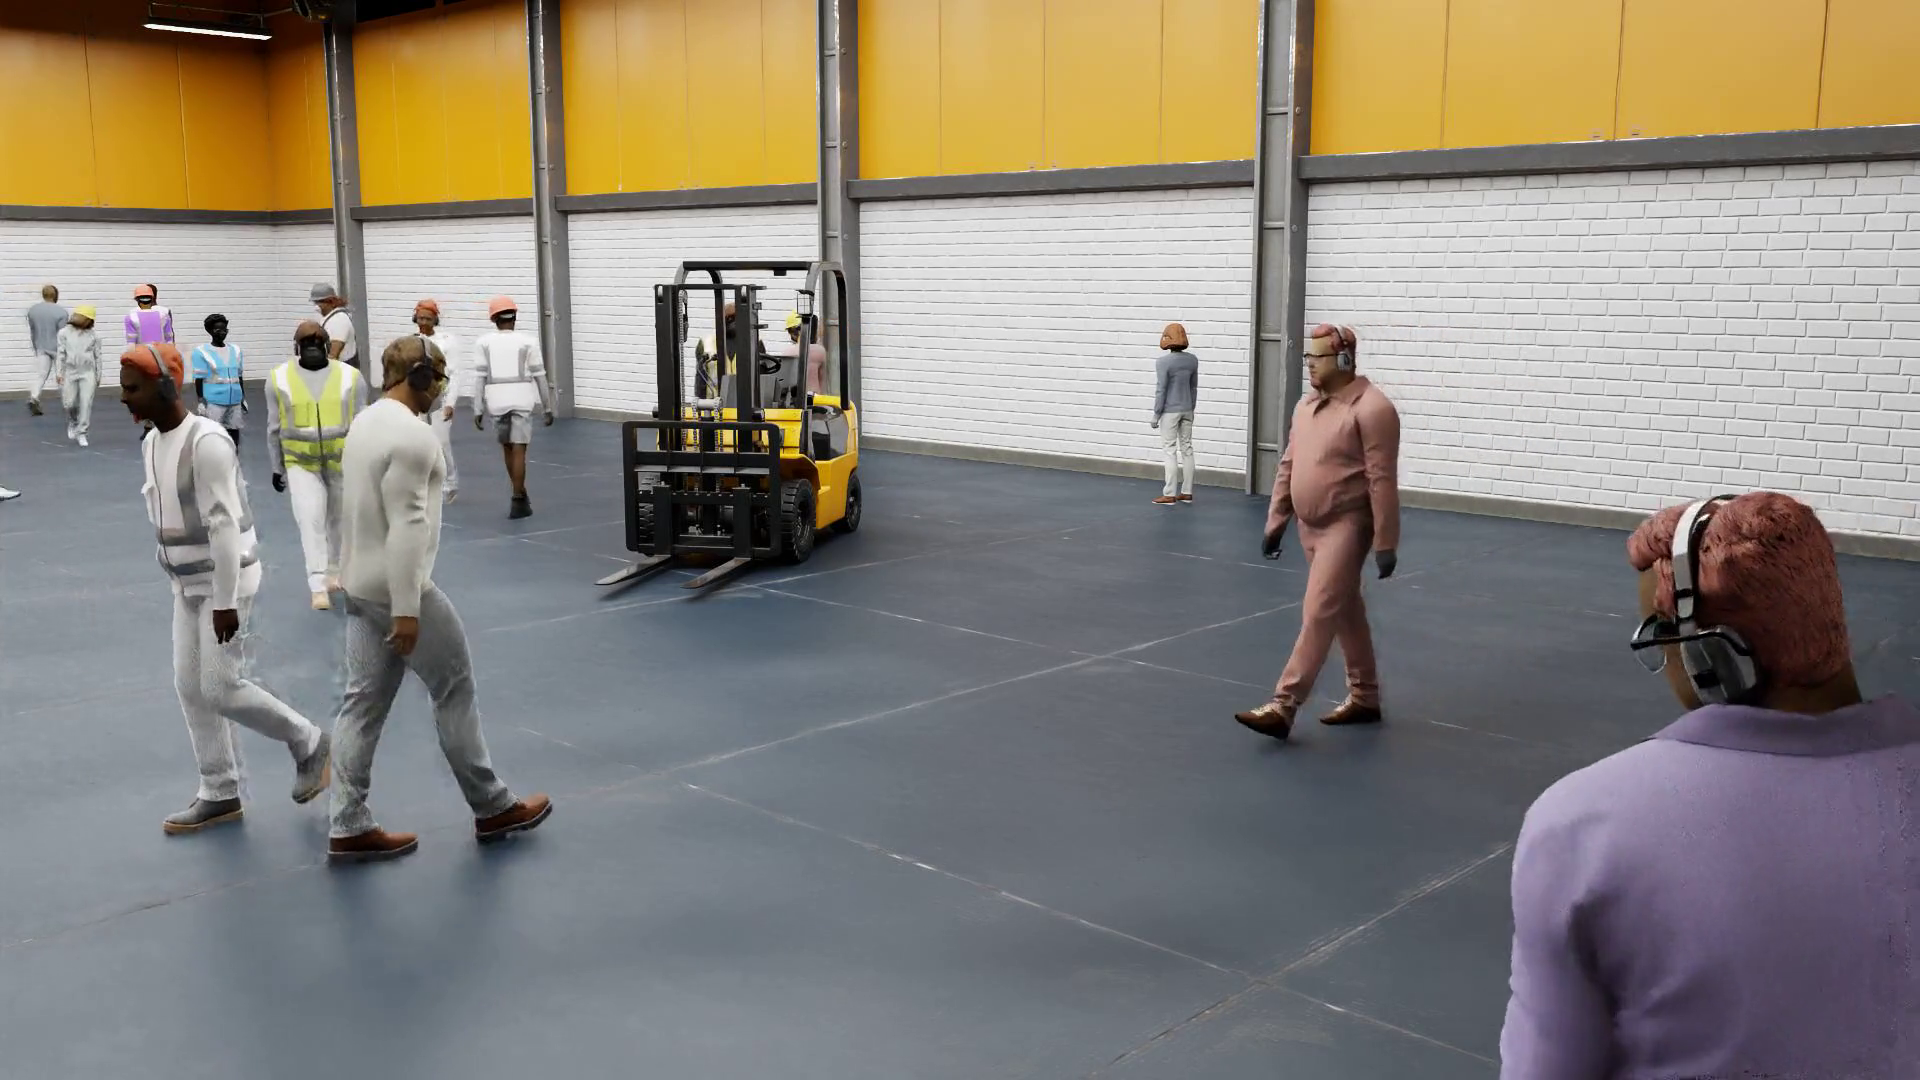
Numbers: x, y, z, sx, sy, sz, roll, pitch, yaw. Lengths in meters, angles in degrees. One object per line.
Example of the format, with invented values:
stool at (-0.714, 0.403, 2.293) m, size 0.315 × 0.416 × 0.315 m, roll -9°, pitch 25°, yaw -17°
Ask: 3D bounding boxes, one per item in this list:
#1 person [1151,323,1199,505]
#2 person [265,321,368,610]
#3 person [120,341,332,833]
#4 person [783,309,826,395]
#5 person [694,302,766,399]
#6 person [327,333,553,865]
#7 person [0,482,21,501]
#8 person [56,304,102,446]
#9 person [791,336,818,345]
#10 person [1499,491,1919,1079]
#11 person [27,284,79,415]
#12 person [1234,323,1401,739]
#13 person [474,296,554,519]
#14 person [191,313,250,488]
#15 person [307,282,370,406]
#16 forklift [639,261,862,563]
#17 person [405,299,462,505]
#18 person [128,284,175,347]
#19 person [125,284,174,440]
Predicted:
person at (1.936, -1.133, 15.000) m, size 0.497 × 1.634 × 0.278 m, roll -7°, pitch 11°, yaw -35°
person at (-4.091, -0.507, 10.673) m, size 0.635 × 1.801 × 0.938 m, roll -4°, pitch 10°, yaw -23°
person at (-2.785, 0.174, 6.298) m, size 0.593 × 1.861 × 0.607 m, roll 8°, pitch 12°, yaw 40°
person at (-1.408, -1.173, 14.861) m, size 0.323 × 1.763 × 0.524 m, roll 7°, pitch 12°, yaw 37°
person at (-2.020, -1.176, 14.685) m, size 0.649 × 1.831 × 0.472 m, roll -1°, pitch 9°, yaw -7°
person at (-1.934, 0.203, 6.046) m, size 0.916 × 1.881 × 0.701 m, roll -7°, pitch 12°, yaw -38°
person at (-8.903, -1.245, 14.883) m, size 0.811 × 1.898 × 0.625 m, roll 2°, pitch 9°, yaw 10°
person at (-10.616, -1.996, 20.058) m, size 0.531 × 1.701 × 0.530 m, roll -5°, pitch 11°, yaw -30°
person at (-1.612, -1.413, 16.833) m, size 0.778 × 1.602 × 0.514 m, roll 5°, pitch 10°, yaw 27°
person at (0.998, 0.885, 1.922) m, size 0.751 × 1.870 × 0.473 m, roll 3°, pitch 10°, yaw 15°
person at (-13.271, -2.768, 24.210) m, size 0.630 × 1.913 × 0.930 m, roll 0°, pitch 9°, yaw 2°
person at (1.586, -0.035, 7.550) m, size 0.935 × 1.863 × 0.681 m, roll -3°, pitch 10°, yaw -20°
person at (-3.831, -1.159, 14.388) m, size 0.629 × 1.877 × 0.894 m, roll 0°, pitch 9°, yaw 0°
person at (-7.081, -1.319, 15.952) m, size 0.316 × 1.695 × 0.541 m, roll 6°, pitch 11°, yaw 32°
person at (-7.095, -1.972, 18.902) m, size 1.051 × 2.000 × 0.692 m, roll -7°, pitch 12°, yaw -36°
forklift at (-1.552, -1.040, 12.721) m, size 1.214 × 2.155 × 2.313 m, roll 2°, pitch 9°, yaw 11°
person at (-4.673, -1.192, 14.764) m, size 0.612 × 1.867 × 0.671 m, roll 1°, pitch 9°, yaw 4°
person at (-11.270, -2.609, 23.224) m, size 0.594 × 1.910 × 0.385 m, roll 0°, pitch 9°, yaw -1°
person at (-10.024, -2.192, 20.595) m, size 0.542 × 1.928 × 0.375 m, roll -8°, pitch 12°, yaw -39°
